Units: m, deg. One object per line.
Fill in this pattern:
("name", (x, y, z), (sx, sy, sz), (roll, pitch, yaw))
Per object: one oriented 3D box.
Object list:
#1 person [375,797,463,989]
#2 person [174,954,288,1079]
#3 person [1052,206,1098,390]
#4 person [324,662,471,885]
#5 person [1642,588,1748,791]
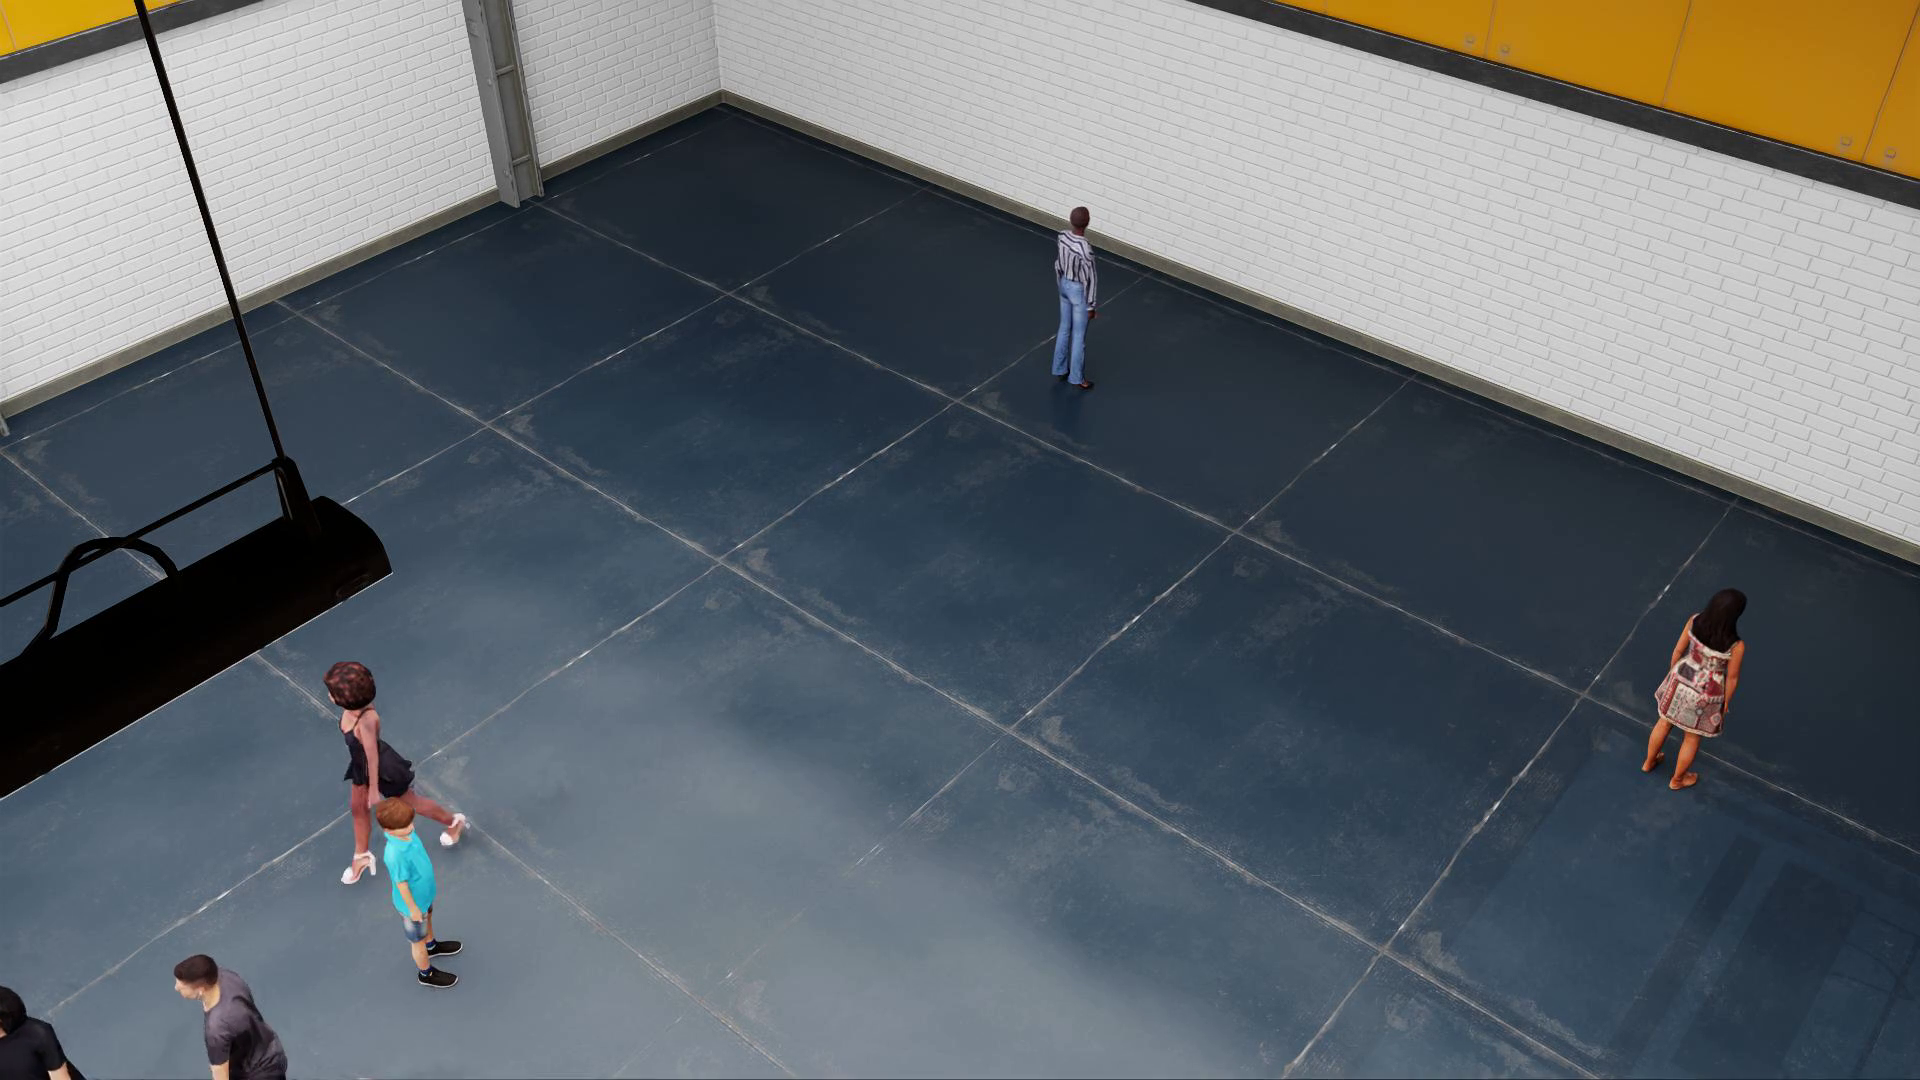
("person", (-3.247, 2.065, 9.854), (0.654, 1.448, 0.595), (-3, 39, -4))
("person", (-3.630, 2.744, 8.768), (0.878, 1.742, 0.819), (-18, 42, -21))
("person", (1.032, -2.170, 14.880), (0.626, 1.795, 0.681), (-23, 44, -26))
("person", (-3.544, 1.427, 10.414), (1.132, 1.747, 0.769), (-22, 44, -26))
("person", (4.900, 0.973, 11.065), (0.601, 1.645, 0.693), (-26, 45, -29))
